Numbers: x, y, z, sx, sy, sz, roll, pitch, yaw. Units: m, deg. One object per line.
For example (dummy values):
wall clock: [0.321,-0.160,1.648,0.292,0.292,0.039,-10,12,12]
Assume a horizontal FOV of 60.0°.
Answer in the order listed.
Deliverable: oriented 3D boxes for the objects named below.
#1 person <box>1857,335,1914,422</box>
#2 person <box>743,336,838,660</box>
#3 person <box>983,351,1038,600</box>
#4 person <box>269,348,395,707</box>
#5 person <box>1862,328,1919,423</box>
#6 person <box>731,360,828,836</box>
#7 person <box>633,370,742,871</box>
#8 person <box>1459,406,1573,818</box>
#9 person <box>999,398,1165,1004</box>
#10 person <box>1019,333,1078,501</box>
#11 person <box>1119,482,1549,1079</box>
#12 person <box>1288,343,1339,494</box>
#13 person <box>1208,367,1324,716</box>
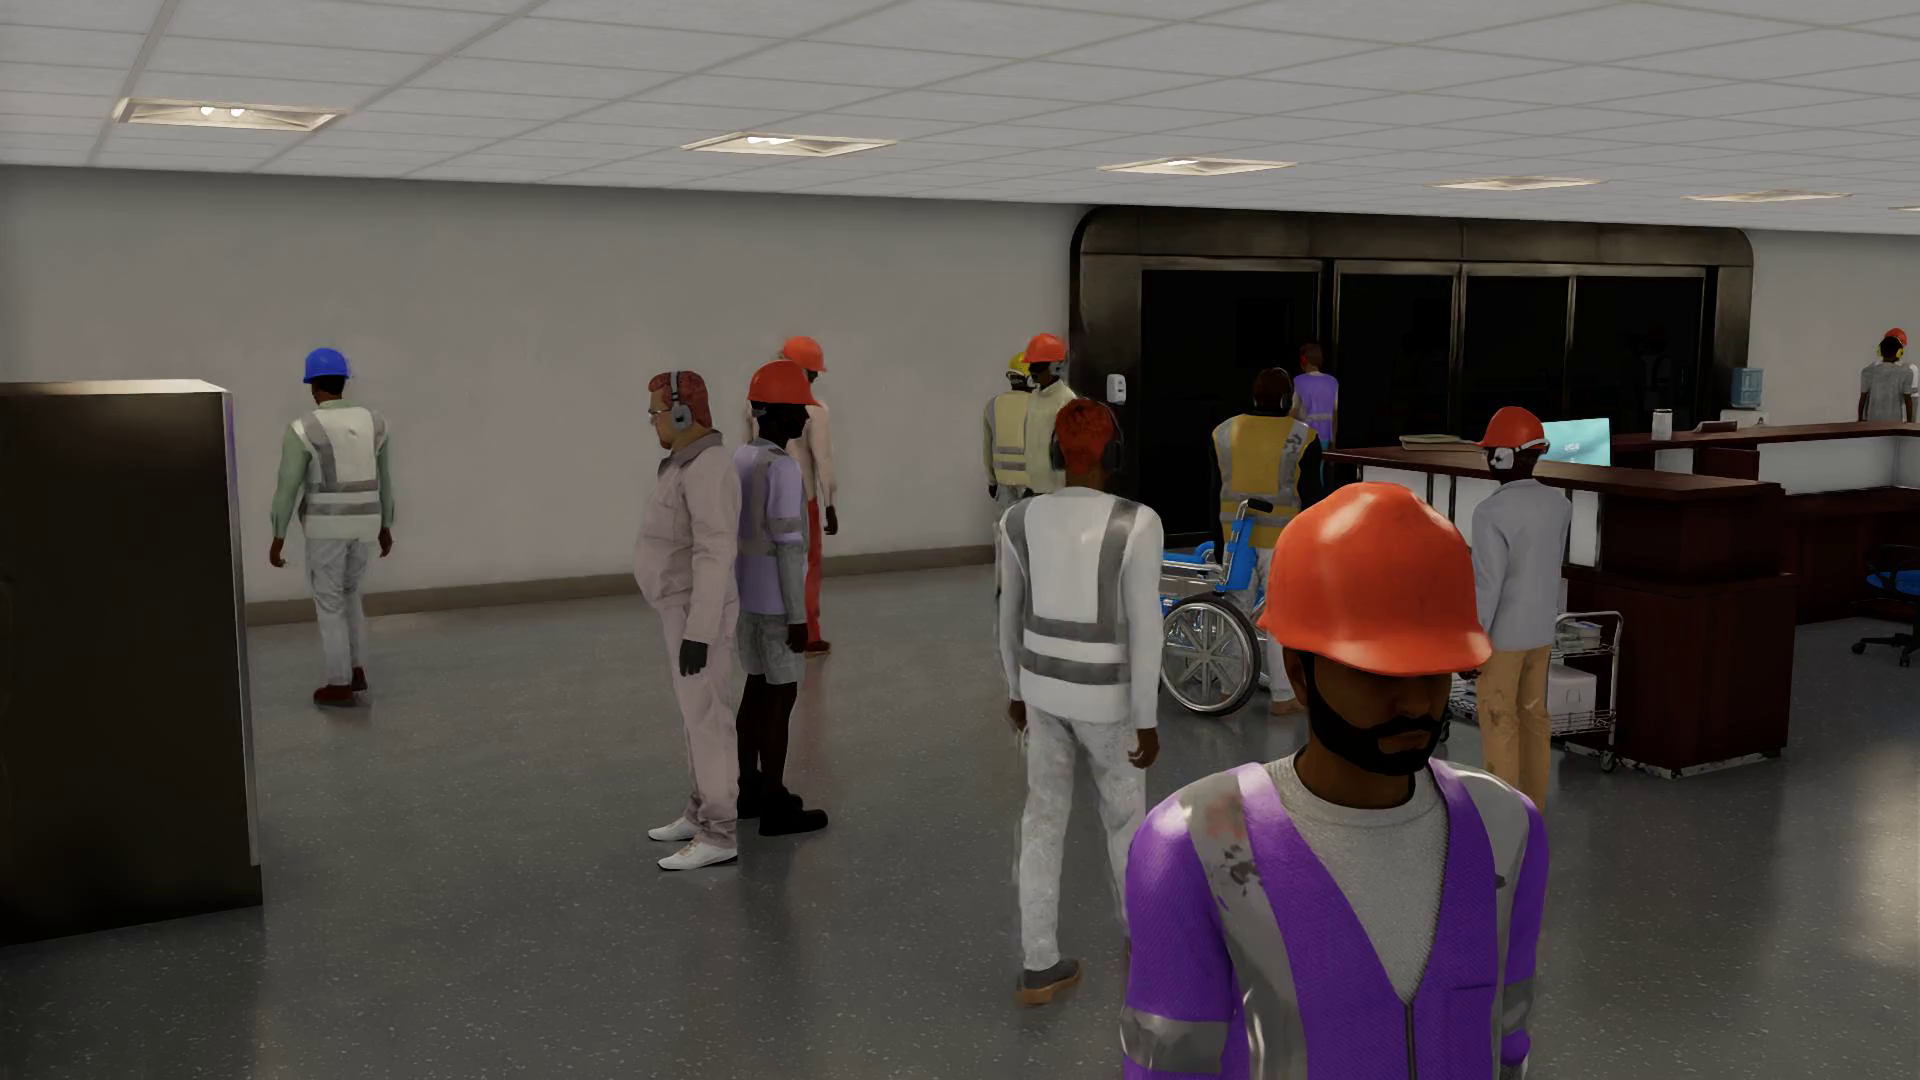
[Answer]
person: [9.599,-1.184,17.271,0.533,1.868,0.310,6,10,38]
person: [-1.048,-0.247,10.185,0.657,1.964,0.376,4,9,24]
person: [0.460,-0.457,12.128,0.601,1.830,0.404,5,9,33]
person: [-3.401,-0.066,8.952,0.549,1.922,0.652,5,9,34]
person: [9.759,-1.247,17.461,0.342,1.942,0.552,-7,10,-40]
person: [-0.744,0.234,6.801,0.380,1.931,0.545,-4,9,-28]
person: [-1.045,0.302,6.396,0.406,1.902,0.636,-2,8,-14]
person: [2.160,0.350,6.573,0.560,1.752,0.326,-7,10,-40]
person: [0.416,0.479,5.269,0.605,1.850,0.808,5,9,31]
person: [0.560,-0.339,10.737,0.441,1.977,0.655,-3,9,-23]
person: [0.459,0.894,1.977,0.545,1.938,0.359,-3,8,-19]
person: [3.208,-0.891,15.270,0.580,1.841,0.428,-5,9,-32]
person: [1.616,0.011,8.763,0.631,1.835,0.429,5,9,30]
